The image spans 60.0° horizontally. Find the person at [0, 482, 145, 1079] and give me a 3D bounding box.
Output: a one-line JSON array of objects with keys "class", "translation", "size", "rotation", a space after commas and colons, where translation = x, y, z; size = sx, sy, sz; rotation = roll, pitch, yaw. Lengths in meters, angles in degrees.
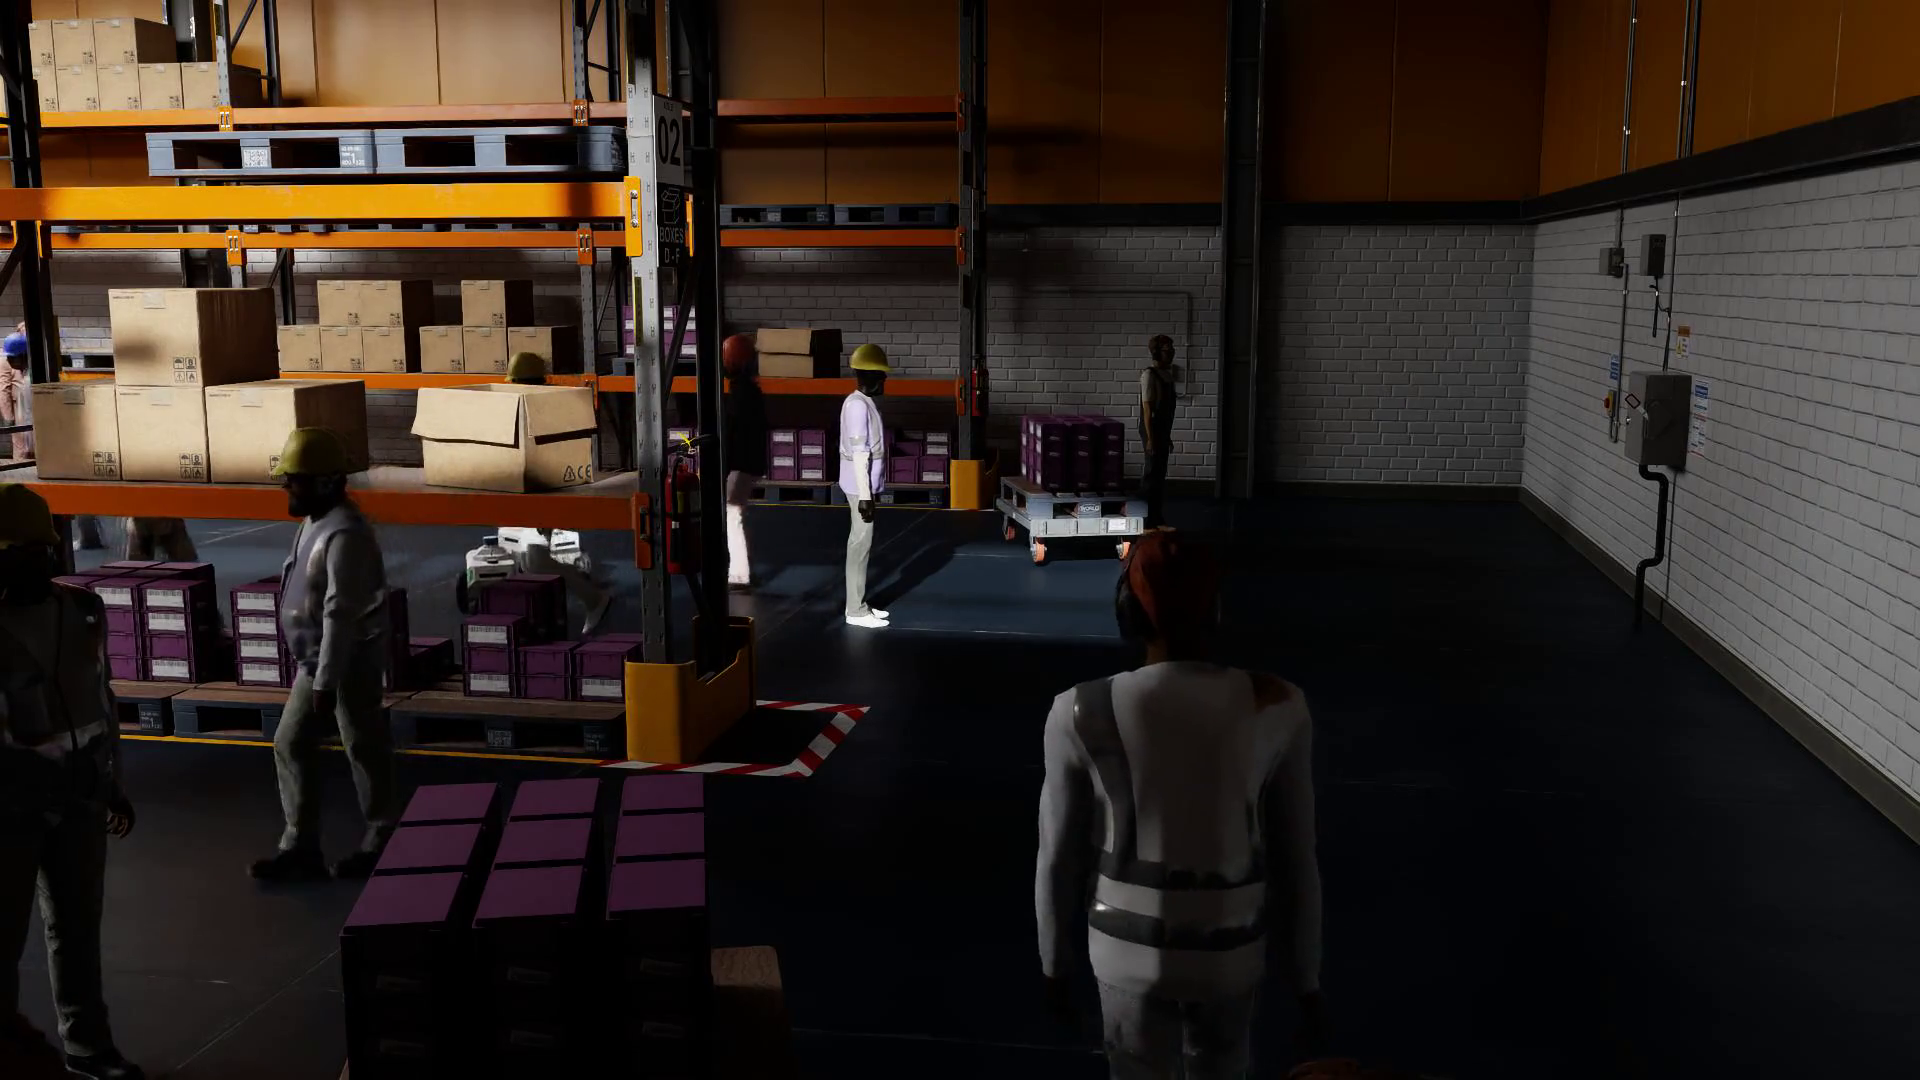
[{"class": "person", "translation": [-2.627, 0.742, 4.721], "size": [0.404, 1.831, 0.600], "rotation": [5, 10, 27]}]

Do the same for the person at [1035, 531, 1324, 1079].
[{"class": "person", "translation": [0.464, 0.893, 3.692], "size": [0.610, 1.860, 0.723], "rotation": [0, 9, -2]}]

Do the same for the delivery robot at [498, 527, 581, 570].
[{"class": "delivery robot", "translation": [-3.253, 0.024, 12.842], "size": [0.707, 0.478, 0.477], "rotation": [8, 12, 41]}]

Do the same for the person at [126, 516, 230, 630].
[{"class": "person", "translation": [-4.928, -0.055, 10.364], "size": [0.864, 1.590, 0.542], "rotation": [2, 9, 14]}]

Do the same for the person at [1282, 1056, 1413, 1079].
[{"class": "person", "translation": [0.495, 1.331, 1.730], "size": [0.593, 1.613, 0.514], "rotation": [3, 9, 15]}]

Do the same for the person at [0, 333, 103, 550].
[{"class": "person", "translation": [-7.926, -0.822, 14.255], "size": [0.970, 1.884, 0.616], "rotation": [-5, 10, -27]}]

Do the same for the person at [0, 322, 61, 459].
[{"class": "person", "translation": [-9.539, -1.297, 17.151], "size": [0.411, 1.908, 0.643], "rotation": [6, 11, 34]}]

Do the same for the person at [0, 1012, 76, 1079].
[{"class": "person", "translation": [-0.725, 1.260, 1.283], "size": [0.652, 1.906, 0.403], "rotation": [3, 10, 19]}]

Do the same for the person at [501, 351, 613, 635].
[{"class": "person", "translation": [-2.656, -0.271, 10.809], "size": [0.663, 1.906, 0.600], "rotation": [-2, 9, -14]}]

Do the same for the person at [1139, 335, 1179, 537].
[{"class": "person", "translation": [1.807, -0.937, 15.107], "size": [0.345, 1.846, 0.506], "rotation": [4, 10, 25]}]

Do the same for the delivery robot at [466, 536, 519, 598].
[{"class": "delivery robot", "translation": [-3.280, 0.215, 11.656], "size": [0.477, 0.478, 0.707], "rotation": [-3, 10, -17]}]

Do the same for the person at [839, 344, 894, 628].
[{"class": "person", "translation": [-0.631, -0.373, 11.349], "size": [0.380, 1.924, 0.593], "rotation": [0, 9, -2]}]

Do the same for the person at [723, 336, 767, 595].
[{"class": "person", "translation": [-1.641, -0.539, 12.368], "size": [0.418, 1.939, 0.701], "rotation": [0, 9, -2]}]

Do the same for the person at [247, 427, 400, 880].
[{"class": "person", "translation": [-2.536, 0.471, 6.462], "size": [0.704, 1.807, 0.627], "rotation": [-6, 11, -33]}]
